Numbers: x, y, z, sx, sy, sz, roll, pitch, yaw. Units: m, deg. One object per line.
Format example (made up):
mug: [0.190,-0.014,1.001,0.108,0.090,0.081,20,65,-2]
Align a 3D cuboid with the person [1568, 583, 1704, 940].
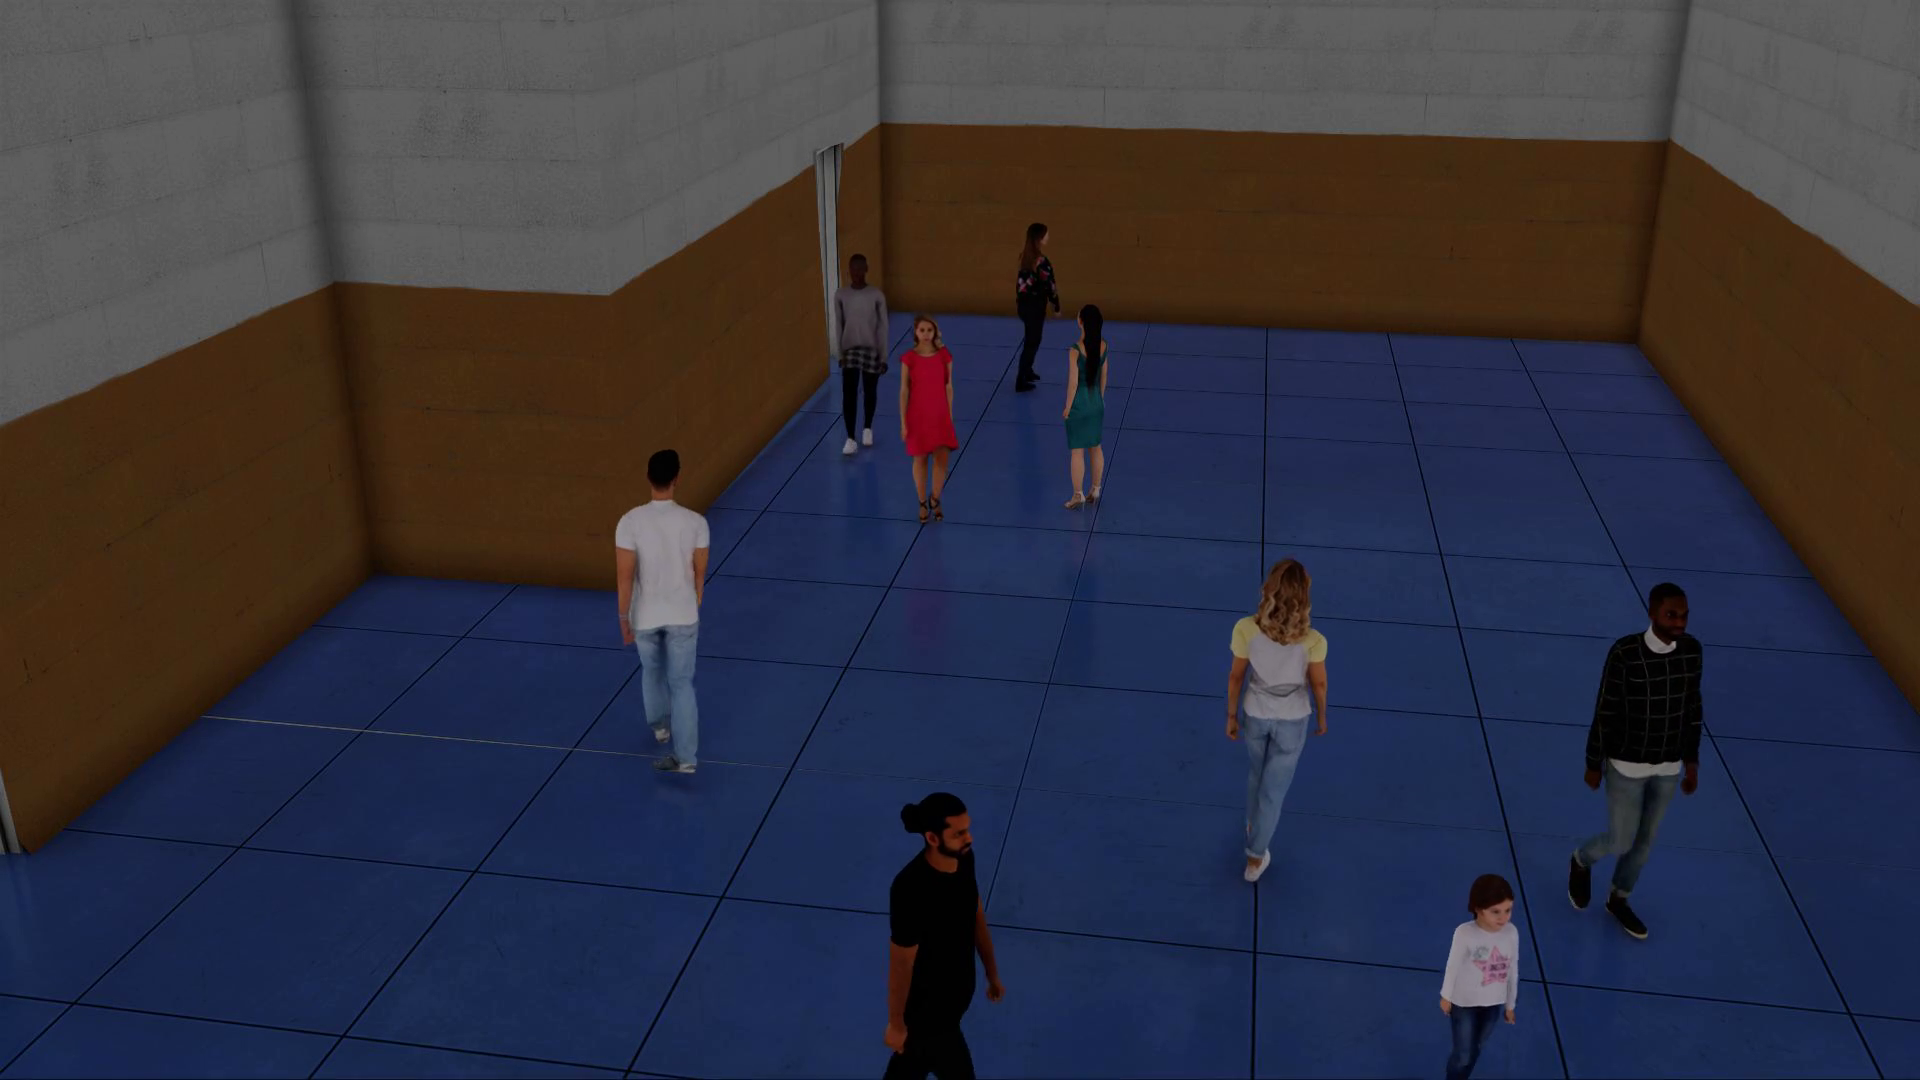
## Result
person: [3.216,1.010,7.969,0.794,1.806,0.868,-5,22,-12]

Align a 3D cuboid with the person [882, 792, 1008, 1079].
person: [-0.165,1.720,6.320,1.159,1.719,0.831,10,24,23]

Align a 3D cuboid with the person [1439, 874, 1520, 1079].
person: [2.102,1.837,6.852,0.509,1.105,0.583,-5,22,-11]

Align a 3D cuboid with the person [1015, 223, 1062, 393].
person: [0.645,-2.247,16.260,0.793,1.668,0.734,-16,27,-34]

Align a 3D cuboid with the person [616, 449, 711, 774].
person: [-1.664,0.458,9.333,1.067,1.812,0.910,-5,22,-11]

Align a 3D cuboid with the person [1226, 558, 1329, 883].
person: [1.545,0.941,8.249,0.803,1.708,0.811,10,24,23]

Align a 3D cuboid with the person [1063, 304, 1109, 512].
person: [1.002,-1.061,13.282,0.623,1.687,0.680,-15,26,-33]

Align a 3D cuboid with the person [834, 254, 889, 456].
person: [-0.848,-1.668,14.713,0.914,1.747,0.764,0,22,1]

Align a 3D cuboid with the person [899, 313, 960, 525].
person: [-0.263,-0.965,13.007,0.659,1.715,0.750,-4,22,-9]
